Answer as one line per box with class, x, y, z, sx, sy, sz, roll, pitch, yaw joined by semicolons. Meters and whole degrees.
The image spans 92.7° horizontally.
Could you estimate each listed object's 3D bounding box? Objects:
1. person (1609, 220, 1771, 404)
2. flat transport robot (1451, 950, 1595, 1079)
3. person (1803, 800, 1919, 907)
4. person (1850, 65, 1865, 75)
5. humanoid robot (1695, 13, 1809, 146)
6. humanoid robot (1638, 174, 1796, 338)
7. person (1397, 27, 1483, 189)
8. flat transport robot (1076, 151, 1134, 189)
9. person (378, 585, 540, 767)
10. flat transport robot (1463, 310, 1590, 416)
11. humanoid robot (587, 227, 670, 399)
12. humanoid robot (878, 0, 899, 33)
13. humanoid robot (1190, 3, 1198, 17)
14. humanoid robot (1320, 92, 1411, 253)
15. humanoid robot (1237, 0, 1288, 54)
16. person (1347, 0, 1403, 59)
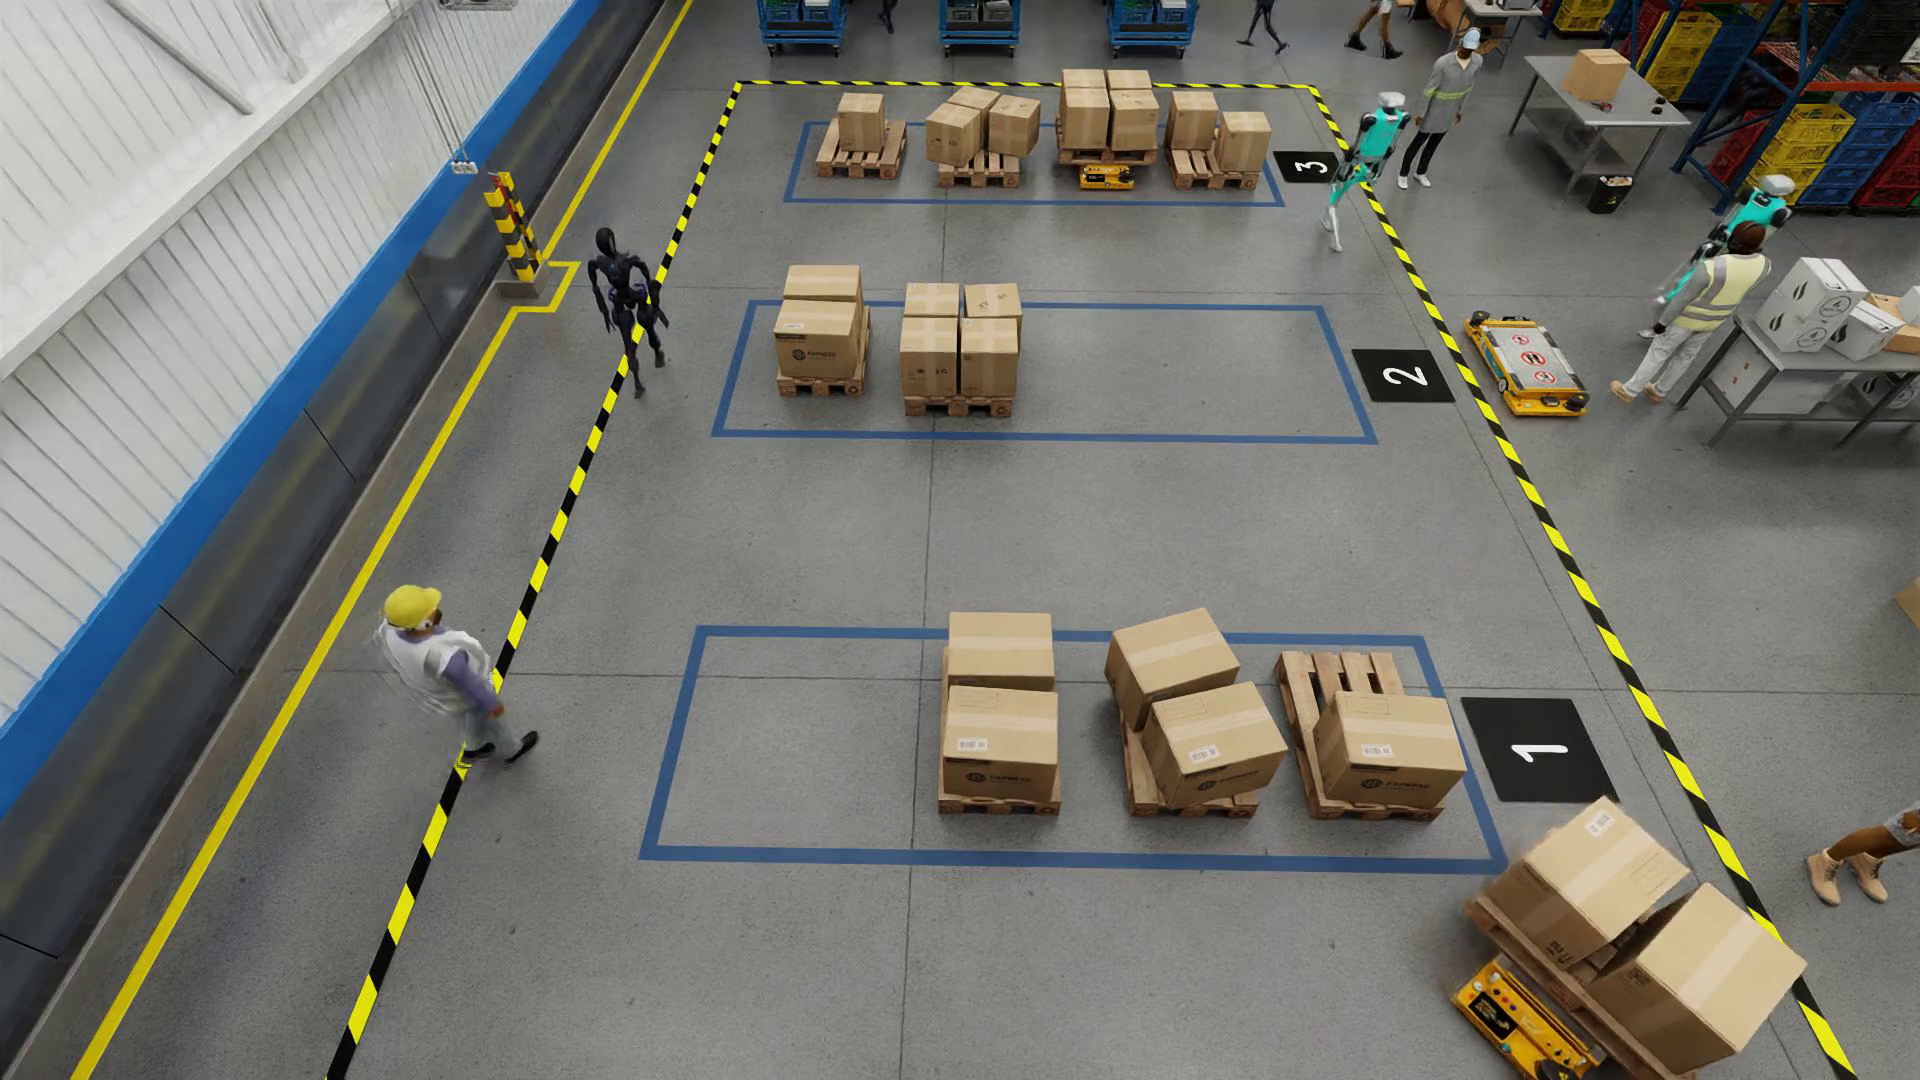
person;6.571;-1.996;8.228;0.622;1.837;0.429;-3;49;-3
flat transport robot;3.618;2.504;5.347;1.431;0.197;0.652;-28;55;-22
person;5.614;1.522;5.052;0.608;2.030;0.403;0;49;0
person;13.092;-7.597;13.062;0.856;1.840;0.569;8;50;7
humanoid robot;10.149;-5.823;11.678;0.783;1.633;0.602;7;49;6
humanoid robot;7.135;-2.630;8.830;0.939;1.747;0.547;-5;49;-4
person;5.737;-5.096;10.897;0.597;1.850;0.396;-7;50;-6
flat transport robot;1.845;-4.982;11.827;0.652;0.197;1.431;1;49;1
person;-3.107;0.883;5.738;0.607;1.823;0.427;21;52;17
flat transport robot;5.573;-1.757;9.054;0.659;0.231;1.431;1;49;1
humanoid robot;-3.025;-2.126;8.474;0.591;1.624;0.785;-7;49;-6
humanoid robot;-1.192;-8.832;14.253;0.592;1.635;0.493;-34;57;-26
humanoid robot;3.543;-9.174;14.551;0.644;1.630;0.600;-13;50;-11
humanoid robot;4.352;-4.125;10.132;0.540;1.764;0.907;-9;50;-8
humanoid robot;4.716;-8.228;13.764;0.795;1.640;0.610;22;52;18
person;6.405;-8.140;13.520;0.578;1.860;0.973;-36;58;-27
